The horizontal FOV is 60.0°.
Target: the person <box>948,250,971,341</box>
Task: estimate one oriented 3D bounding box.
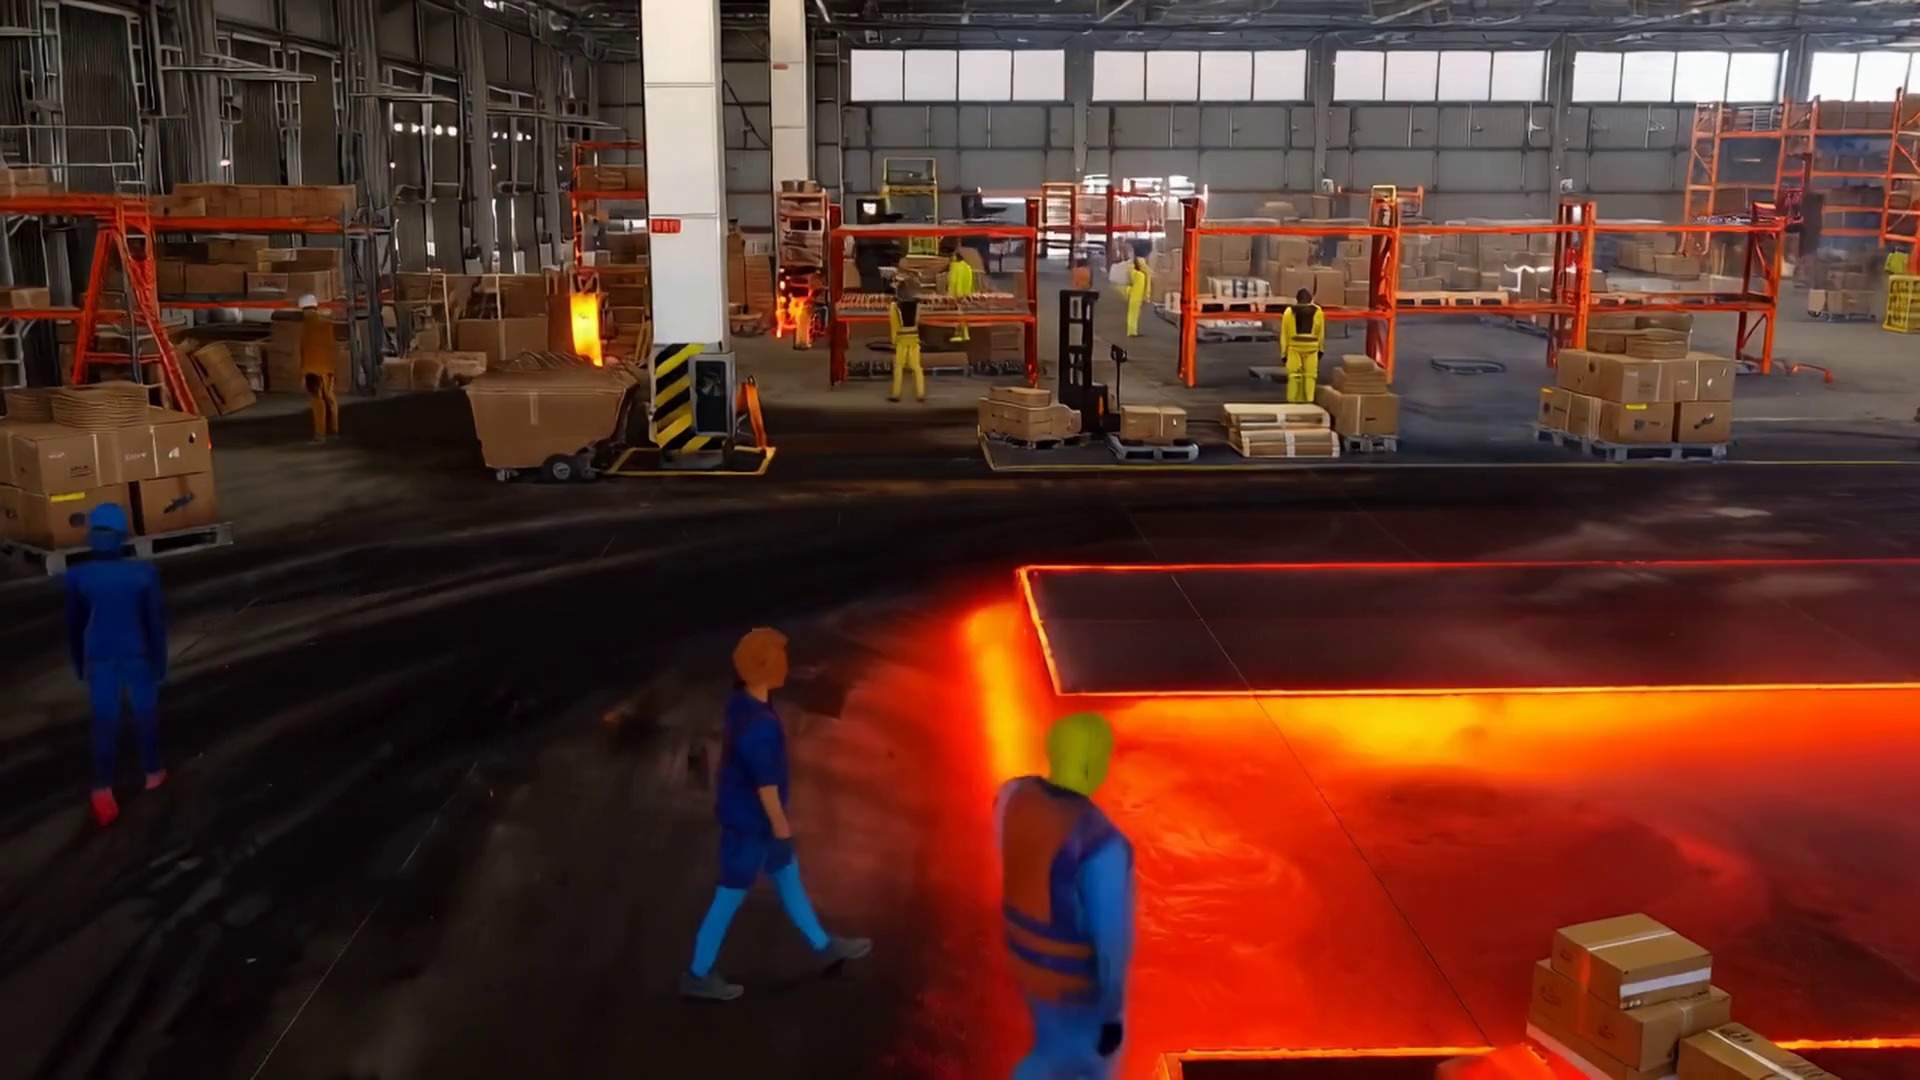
[{"bbox_3d":[-0.005,-5.207,35.426,0.391,1.927,0.643,10,16,37],"label":"person"}]

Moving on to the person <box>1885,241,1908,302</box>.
[{"bbox_3d":[25.613,-7.325,45.500,0.543,1.686,0.485,3,13,15],"label":"person"}]

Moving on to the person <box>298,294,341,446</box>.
[{"bbox_3d":[-8.419,-2.220,21.781,0.391,1.986,0.608,5,13,20],"label":"person"}]

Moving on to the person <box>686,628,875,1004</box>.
[{"bbox_3d":[-0.806,1.185,7.160,0.870,1.647,0.551,-2,13,-9],"label":"person"}]

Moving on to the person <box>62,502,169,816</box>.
[{"bbox_3d":[-4.758,0.656,9.374,0.529,1.736,0.843,-3,13,-12],"label":"person"}]

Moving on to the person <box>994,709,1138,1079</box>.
[{"bbox_3d":[0.321,1.458,5.557,0.561,1.822,0.640,-9,15,-34],"label":"person"}]

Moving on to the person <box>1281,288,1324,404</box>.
[{"bbox_3d":[5.143,-2.866,25.027,0.633,1.841,0.429,1,13,4],"label":"person"}]

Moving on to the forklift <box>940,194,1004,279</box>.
[{"bbox_3d":[0.380,-10.009,54.909,1.873,2.768,1.129,-7,14,-30],"label":"forklift"}]

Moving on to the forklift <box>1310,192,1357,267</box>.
[{"bbox_3d":[13.718,-11.101,59.844,1.873,2.768,1.129,0,12,-2],"label":"forklift"}]

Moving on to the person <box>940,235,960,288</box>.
[{"bbox_3d":[-0.309,-8.601,50.734,0.635,1.921,0.574,-3,13,-15],"label":"person"}]

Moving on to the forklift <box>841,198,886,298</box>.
[{"bbox_3d":[-2.541,-8.292,47.160,1.129,2.768,1.873,-12,17,-42],"label":"forklift"}]

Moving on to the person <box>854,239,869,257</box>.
[{"bbox_3d":[-3.205,-9.268,54.388,0.517,1.639,0.313,0,12,-1],"label":"person"}]

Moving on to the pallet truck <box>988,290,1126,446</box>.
[{"bbox_3d":[1.257,-2.299,22.111,1.885,1.965,0.823,-9,15,-35],"label":"pallet truck"}]

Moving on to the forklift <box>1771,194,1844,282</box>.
[{"bbox_3d":[27.523,-9.761,53.794,1.873,2.768,1.129,3,13,14],"label":"forklift"}]

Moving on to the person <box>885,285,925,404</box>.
[{"bbox_3d":[-0.823,-3.019,25.753,0.594,1.849,0.681,-11,16,-40],"label":"person"}]

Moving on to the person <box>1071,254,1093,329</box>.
[{"bbox_3d":[2.792,-5.720,38.214,0.489,1.717,0.543,0,12,1],"label":"person"}]

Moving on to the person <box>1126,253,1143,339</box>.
[{"bbox_3d":[3.765,-5.252,35.823,0.340,1.840,0.512,9,15,34],"label":"person"}]
